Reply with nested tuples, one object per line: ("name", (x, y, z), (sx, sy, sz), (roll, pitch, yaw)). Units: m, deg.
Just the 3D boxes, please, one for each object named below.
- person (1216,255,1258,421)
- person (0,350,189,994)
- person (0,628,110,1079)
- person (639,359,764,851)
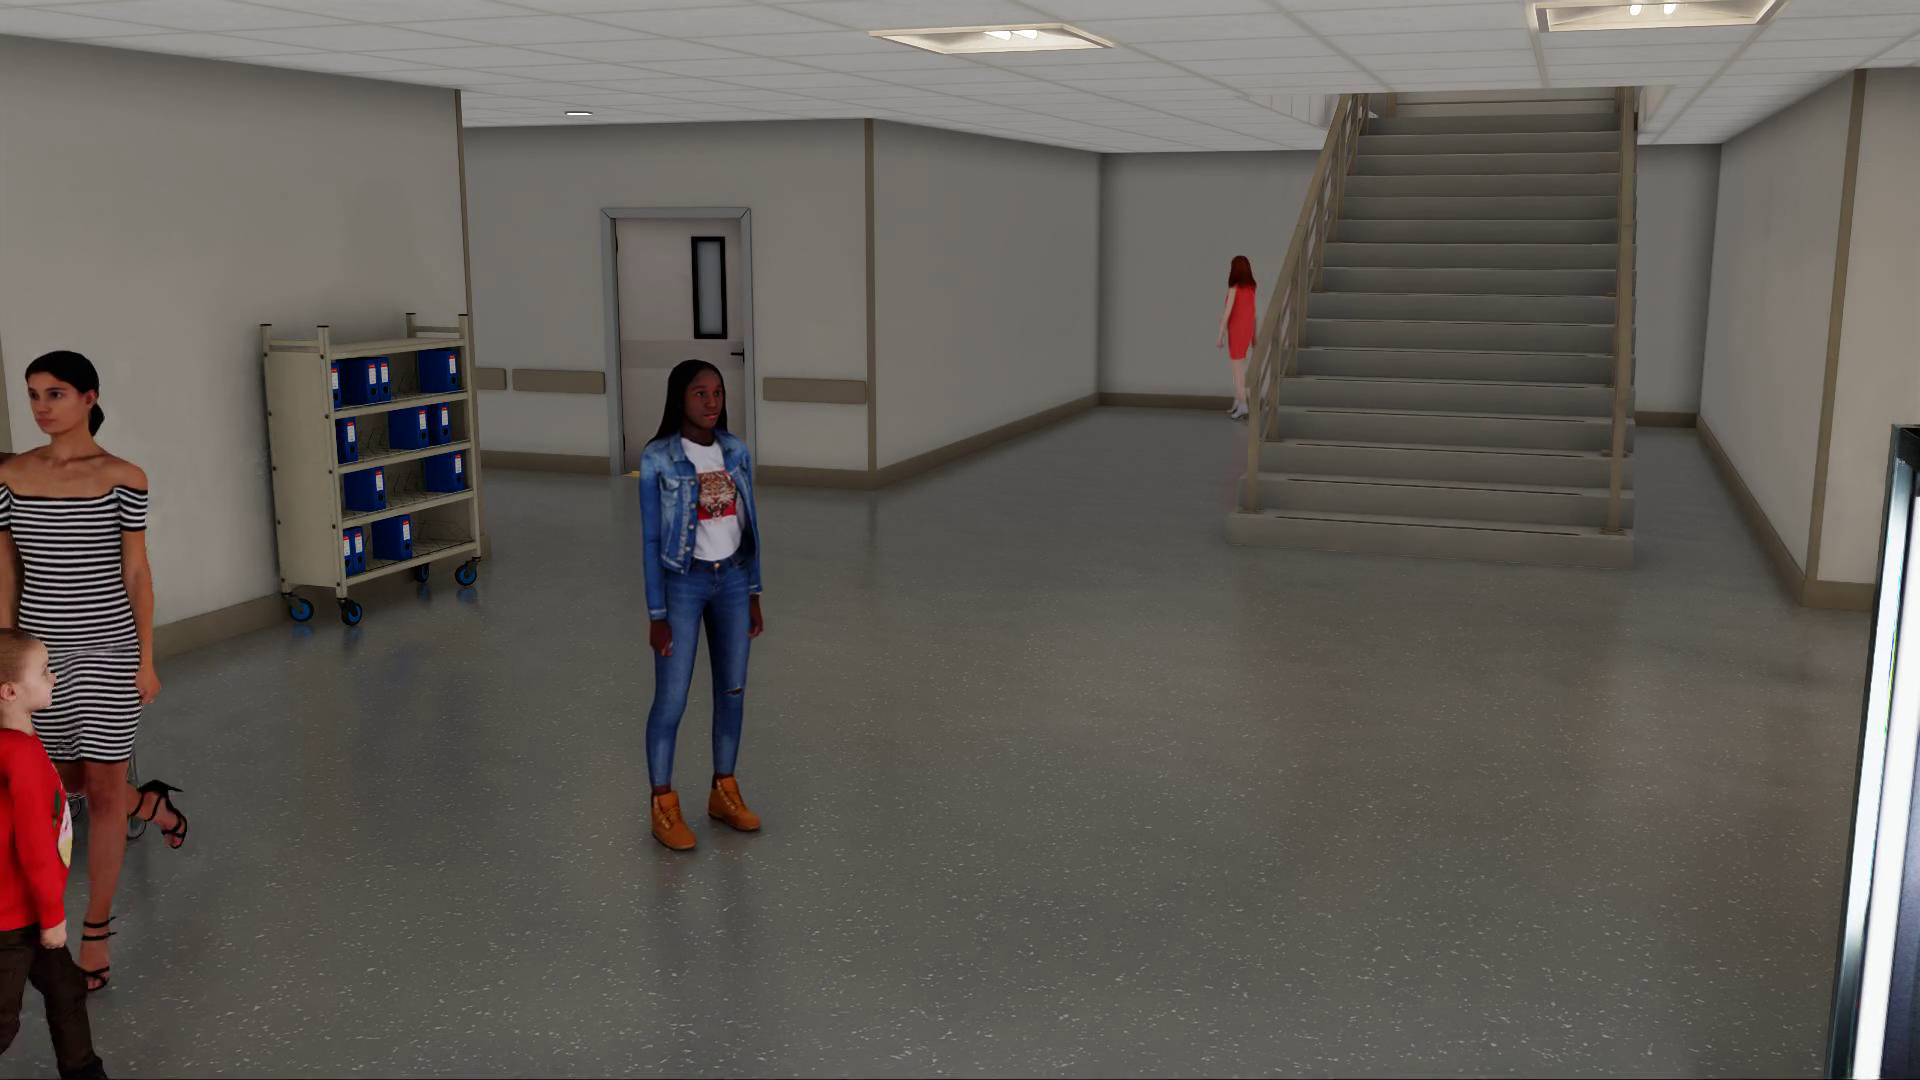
("person", (3.184, -2.240, 18.507), (0.714, 1.815, 0.807), (-9, 14, -40))
("person", (-2.504, 0.359, 4.856), (0.847, 1.799, 1.095), (0, 11, -1))
("person", (-2.199, 0.846, 3.741), (0.945, 1.258, 0.762), (-10, 15, -42))
("person", (-0.918, 0.219, 5.842), (0.644, 1.706, 0.748), (-9, 14, -39))
